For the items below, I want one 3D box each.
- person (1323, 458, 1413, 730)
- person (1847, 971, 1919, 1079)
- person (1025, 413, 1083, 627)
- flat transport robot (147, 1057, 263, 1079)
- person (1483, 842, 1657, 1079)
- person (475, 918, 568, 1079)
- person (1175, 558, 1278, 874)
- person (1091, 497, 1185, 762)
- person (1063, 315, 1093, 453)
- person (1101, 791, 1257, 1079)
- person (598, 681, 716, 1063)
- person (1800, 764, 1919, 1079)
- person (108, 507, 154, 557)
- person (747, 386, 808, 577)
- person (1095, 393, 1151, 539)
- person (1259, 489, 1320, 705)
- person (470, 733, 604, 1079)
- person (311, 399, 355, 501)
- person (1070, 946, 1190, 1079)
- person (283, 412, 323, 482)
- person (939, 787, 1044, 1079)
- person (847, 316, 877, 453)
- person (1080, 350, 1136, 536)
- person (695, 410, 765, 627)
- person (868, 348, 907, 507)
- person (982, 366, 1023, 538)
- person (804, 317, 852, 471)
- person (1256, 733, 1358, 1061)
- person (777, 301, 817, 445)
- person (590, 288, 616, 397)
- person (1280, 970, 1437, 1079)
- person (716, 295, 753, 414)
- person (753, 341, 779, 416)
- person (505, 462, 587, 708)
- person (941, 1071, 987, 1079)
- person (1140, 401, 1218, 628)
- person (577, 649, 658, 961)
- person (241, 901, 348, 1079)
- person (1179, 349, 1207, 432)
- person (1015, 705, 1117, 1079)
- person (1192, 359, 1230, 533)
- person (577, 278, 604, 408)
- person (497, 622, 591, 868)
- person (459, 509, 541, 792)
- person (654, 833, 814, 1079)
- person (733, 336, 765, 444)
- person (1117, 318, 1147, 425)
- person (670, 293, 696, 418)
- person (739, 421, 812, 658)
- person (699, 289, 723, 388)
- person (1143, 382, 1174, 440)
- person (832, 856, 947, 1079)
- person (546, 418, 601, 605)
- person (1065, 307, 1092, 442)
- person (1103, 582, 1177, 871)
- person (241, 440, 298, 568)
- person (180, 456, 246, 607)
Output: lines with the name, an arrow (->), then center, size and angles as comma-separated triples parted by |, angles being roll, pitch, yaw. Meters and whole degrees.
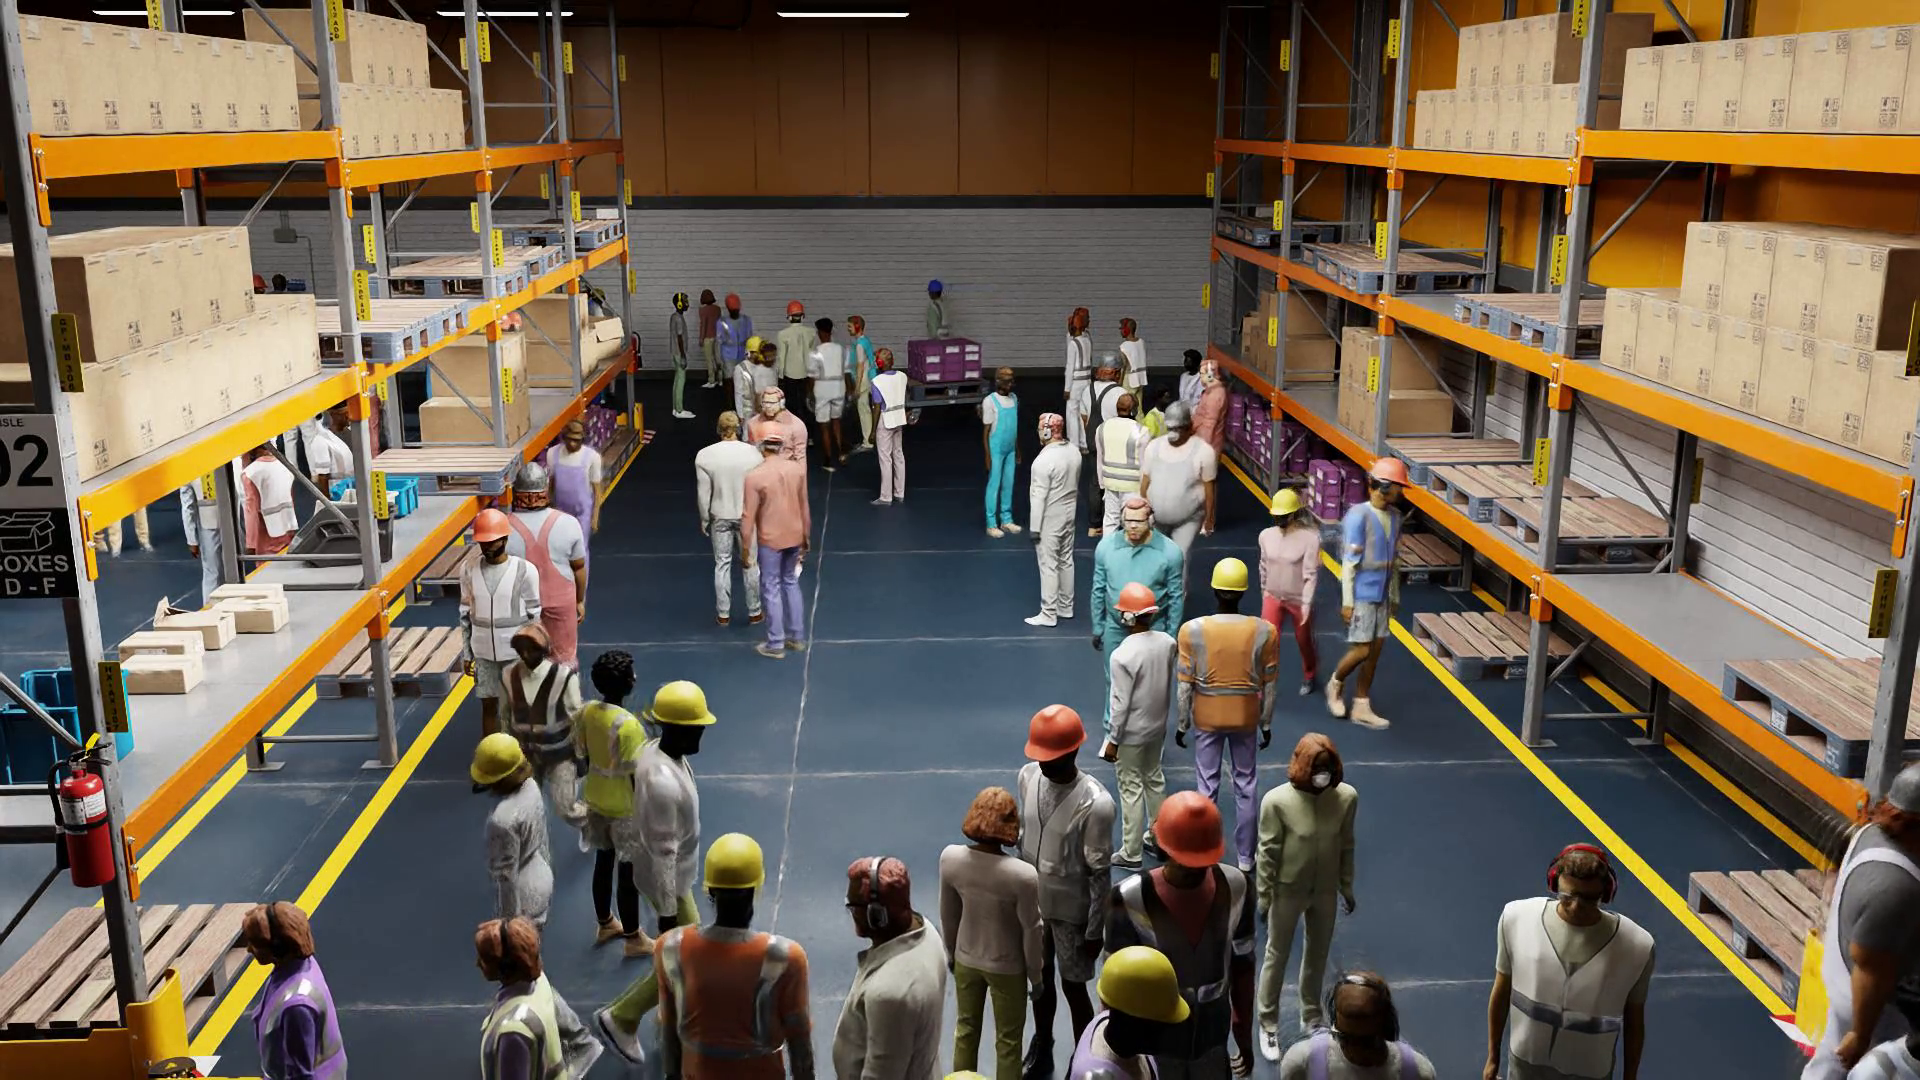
person -> 2.987, 0.398, 12.233 | 0.690, 2.011, 0.553 | -13, 19, -42
person -> 3.236, 2.228, 5.748 | 0.530, 1.650, 0.891 | -4, 15, -16
person -> 0.808, -0.181, 14.715 | 0.399, 1.901, 0.644 | 10, 17, 34
flat transport robot -> -3.336, 2.626, 6.938 | 0.652, 0.197, 1.431 | 0, 14, 0
person -> 2.282, 1.990, 6.304 | 0.563, 1.842, 0.390 | 6, 16, 23
person -> -1.591, 2.145, 6.125 | 0.315, 1.631, 0.514 | -2, 14, -8
person -> 1.564, 1.047, 9.833 | 0.588, 1.928, 0.384 | 1, 14, 3
person -> 1.223, 0.624, 11.563 | 0.650, 1.899, 0.399 | 5, 15, 18
person -> 1.564, -2.052, 22.109 | 0.351, 1.876, 0.585 | 8, 17, 30
person -> 0.838, 1.895, 6.317 | 0.612, 2.030, 0.410 | -4, 15, -14
person -> -1.385, 1.573, 7.814 | 0.532, 1.906, 0.615 | -3, 15, -11
person -> 3.797, 1.810, 6.613 | 0.906, 2.000, 0.690 | 6, 15, 21
person -> -8.583, -0.706, 17.065 | 0.573, 1.748, 0.342 | -10, 17, -35
person -> -1.798, -0.558, 16.209 | 0.639, 1.899, 0.397 | 5, 15, 20
person -> 1.607, -0.518, 16.173 | 0.624, 1.837, 0.429 | 12, 19, 39
person -> 2.521, 0.430, 12.679 | 0.522, 1.725, 0.907 | 9, 17, 32
person -> -1.986, 1.680, 7.793 | 0.637, 1.715, 0.631 | 2, 14, 7
person -> -5.724, -0.413, 15.487 | 0.361, 1.965, 0.613 | 4, 15, 16
person -> 0.524, 2.187, 5.396 | 0.394, 1.913, 0.591 | 2, 14, 10
person -> -8.149, -1.622, 20.493 | 0.620, 1.840, 0.430 | 2, 14, 7
person -> 0.142, 1.853, 7.256 | 0.497, 1.631, 0.289 | 8, 16, 29
person -> -1.304, -2.100, 22.380 | 0.394, 1.835, 0.562 | 0, 14, -2
person -> 1.627, -1.010, 17.685 | 0.538, 2.000, 0.684 | -12, 18, -39
person -> -1.994, -0.180, 14.643 | 0.627, 1.934, 0.370 | -1, 14, -4
person -> -0.822, -1.296, 19.213 | 0.390, 1.838, 0.563 | 11, 18, 36
person -> 0.443, -0.948, 17.841 | 0.348, 1.841, 0.546 | 13, 19, 41
person -> -1.691, -1.853, 21.202 | 0.612, 1.941, 0.513 | -8, 16, -29
person -> 1.645, 1.685, 7.918 | 0.507, 1.630, 0.268 | -4, 15, -14
person -> -2.221, -2.261, 22.685 | 0.612, 1.995, 0.382 | -9, 17, -31
person -> -5.737, -3.130, 26.553 | 0.312, 1.769, 0.525 | 10, 18, 35
person -> 1.295, 2.202, 5.559 | 0.504, 1.806, 0.877 | 3, 15, 12
person -> -3.366, -2.721, 24.751 | 0.554, 1.888, 0.706 | -8, 16, -29
person -> -2.343, -1.501, 20.042 | 0.543, 1.820, 0.554 | 8, 16, 29
person -> -3.046, 0.431, 12.028 | 0.684, 2.000, 0.538 | -4, 15, -17
person -> 0.057, 2.410, 4.638 | 0.854, 1.869, 0.599 | 13, 19, 41
person -> 1.958, -0.300, 14.898 | 0.687, 2.000, 0.924 | 8, 16, 30
person -> -1.818, 1.405, 8.888 | 0.321, 1.697, 0.530 | -13, 19, -42
person -> -2.462, 2.111, 6.254 | 0.319, 1.631, 0.524 | -7, 16, -24
person -> 2.836, -1.485, 20.254 | 0.319, 1.691, 0.536 | -7, 16, -26
person -> 0.434, 1.645, 7.501 | 0.388, 1.925, 0.550 | -13, 19, -42
person -> 2.678, -1.005, 17.968 | 0.416, 1.897, 0.650 | 3, 15, 13
person -> -5.779, -2.976, 25.402 | 0.688, 2.000, 0.539 | 10, 18, 35
person -> -2.397, 1.230, 9.723 | 0.533, 1.619, 0.593 | 3, 15, 11
person -> -3.048, 0.735, 11.041 | 0.543, 1.938, 0.357 | 1, 14, 3
person -> -0.835, 2.006, 6.142 | 0.593, 1.894, 0.853 | 3, 15, 11
person -> -2.485, -1.585, 20.356 | 0.404, 1.830, 0.601 | 13, 19, 41
person -> 2.279, -2.023, 22.086 | 0.390, 1.836, 0.561 | 12, 19, 40
person -> -4.181, -2.768, 24.928 | 0.317, 1.870, 0.523 | -4, 15, -17
person -> -1.543, -0.003, 13.859 | 0.417, 1.980, 0.685 | 14, 20, 43
person -> -4.159, -3.352, 27.689 | 0.284, 1.632, 0.502 | 9, 17, 33
person -> 2.119, -0.847, 17.724 | 0.317, 1.697, 0.540 | 8, 17, 30
person -> -0.258, 2.037, 6.022 | 0.400, 1.894, 0.658 | 2, 14, 8
person -> -3.525, -0.227, 15.074 | 0.602, 1.805, 0.479 | 2, 14, 6
person -> 1.646, -2.251, 22.870 | 0.356, 1.883, 0.572 | 8, 16, 27
person -> 1.044, 1.106, 9.952 | 0.342, 1.749, 0.573 | 13, 19, 41
person -> -5.861, -0.047, 14.181 | 0.410, 1.908, 0.598 | 3, 15, 12
person -> -6.402, -0.089, 14.340 | 0.402, 1.908, 0.598 | 9, 17, 31
